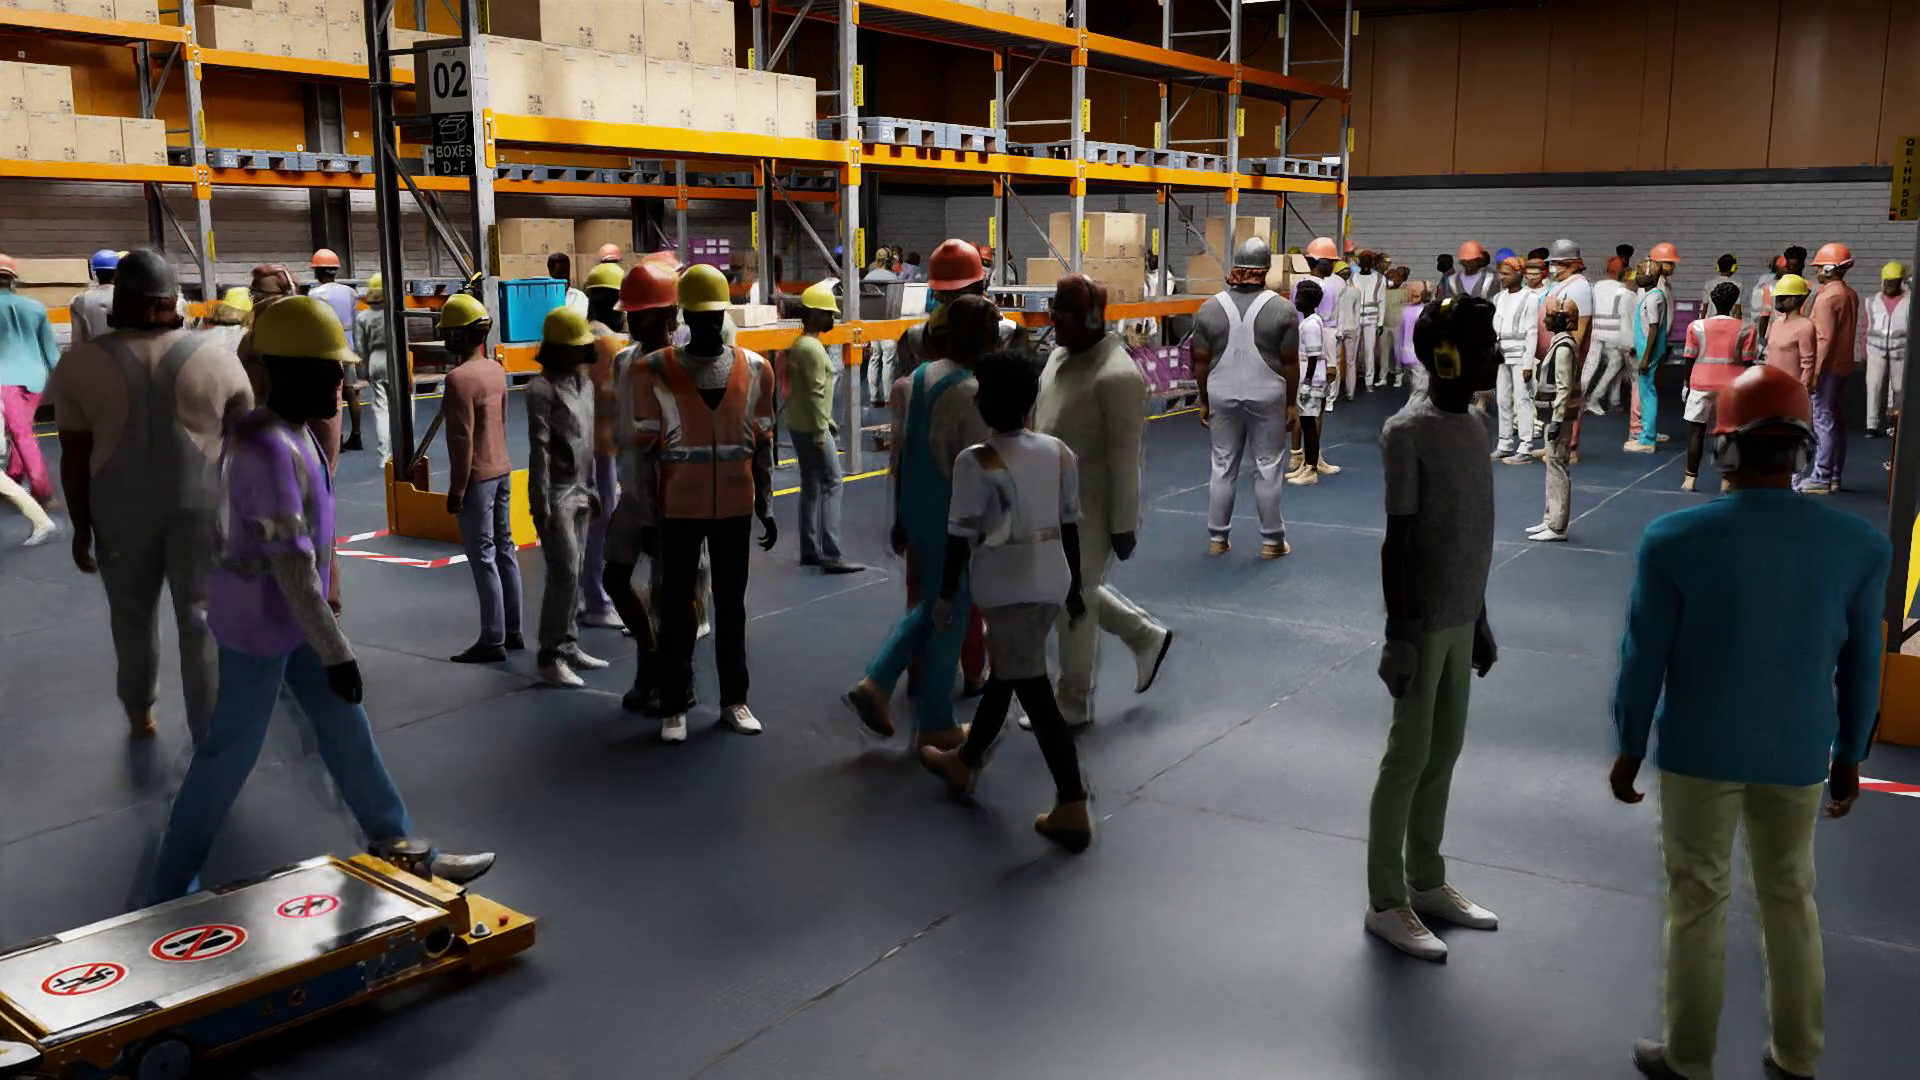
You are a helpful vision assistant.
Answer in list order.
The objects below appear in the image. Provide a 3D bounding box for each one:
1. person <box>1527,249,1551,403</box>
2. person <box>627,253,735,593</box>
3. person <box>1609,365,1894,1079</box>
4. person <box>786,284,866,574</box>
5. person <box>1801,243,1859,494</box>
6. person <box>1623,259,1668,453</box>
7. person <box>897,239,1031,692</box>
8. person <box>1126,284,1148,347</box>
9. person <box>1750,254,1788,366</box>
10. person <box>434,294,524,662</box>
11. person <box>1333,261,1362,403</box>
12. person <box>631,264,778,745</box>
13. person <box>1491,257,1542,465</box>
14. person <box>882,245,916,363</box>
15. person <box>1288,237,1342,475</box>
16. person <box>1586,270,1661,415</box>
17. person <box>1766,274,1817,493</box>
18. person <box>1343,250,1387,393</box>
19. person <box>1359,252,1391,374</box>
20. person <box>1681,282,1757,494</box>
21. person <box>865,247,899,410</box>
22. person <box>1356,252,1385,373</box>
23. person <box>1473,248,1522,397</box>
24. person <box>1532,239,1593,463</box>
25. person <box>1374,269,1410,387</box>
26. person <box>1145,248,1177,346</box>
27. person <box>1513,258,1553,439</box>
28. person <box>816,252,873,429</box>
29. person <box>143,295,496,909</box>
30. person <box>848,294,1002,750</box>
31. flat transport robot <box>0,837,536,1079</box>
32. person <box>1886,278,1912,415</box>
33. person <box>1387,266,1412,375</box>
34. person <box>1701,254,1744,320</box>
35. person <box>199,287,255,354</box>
[{"bbox_3d":[6.797,-2.464,19.620,0.385,1.918,0.596,3,11,17],"label":"person"},{"bbox_3d":[-1.555,-0.633,9.412,0.655,1.952,0.378,-1,10,-5],"label":"person"},{"bbox_3d":[1.818,0.465,3.883,0.579,1.741,0.349,0,10,2],"label":"person"},{"bbox_3d":[-0.847,-0.678,10.191,0.414,1.755,0.538,-4,11,-20],"label":"person"},{"bbox_3d":[6.931,-1.363,13.311,0.613,1.994,0.395,-9,14,-42],"label":"person"},{"bbox_3d":[6.549,-1.746,15.848,0.328,1.844,0.511,5,11,25],"label":"person"},{"bbox_3d":[0.010,-0.322,7.469,0.609,2.029,0.408,2,10,10],"label":"person"},{"bbox_3d":[2.501,-3.153,23.894,0.327,1.752,0.561,-2,10,-13],"label":"person"},{"bbox_3d":[9.100,-2.257,18.589,0.570,1.889,0.895,3,11,16],"label":"person"},{"bbox_3d":[-2.341,-0.293,8.019,0.327,1.767,0.533,2,10,9],"label":"person"},{"bbox_3d":[4.751,-2.589,20.762,0.523,1.761,0.323,-4,11,-21],"label":"person"},{"bbox_3d":[-1.016,-0.142,6.734,0.590,1.926,0.388,-4,11,-22],"label":"person"},{"bbox_3d":[5.011,-1.617,15.062,0.361,1.876,0.574,-3,11,-18],"label":"person"},{"bbox_3d":[-1.045,-3.875,27.387,0.628,1.940,0.373,1,10,5],"label":"person"},{"bbox_3d":[3.089,-1.580,14.382,0.381,2.040,0.615,-4,11,-19],"label":"person"},{"bbox_3d":[7.689,-2.272,19.211,0.892,1.685,0.515,-2,10,-12],"label":"person"},{"bbox_3d":[6.199,-1.103,12.501,0.328,1.769,0.526,-1,10,-4],"label":"person"},{"bbox_3d":[5.344,-2.888,22.069,0.575,1.885,0.355,2,10,13],"label":"person"},{"bbox_3d":[6.350,-3.444,25.298,0.507,1.836,0.366,-9,14,-41],"label":"person"},{"bbox_3d":[6.068,-1.213,13.329,0.537,1.694,0.320,4,11,22],"label":"person"},{"bbox_3d":[-0.906,-2.534,19.956,0.373,1.940,0.628,-10,14,-43],"label":"person"},{"bbox_3d":[6.284,-3.476,25.446,0.351,1.842,0.507,-8,13,-38],"label":"person"},{"bbox_3d":[7.003,-2.774,21.302,0.682,1.921,0.619,1,10,5],"label":"person"},{"bbox_3d":[5.457,-1.722,15.170,0.535,2.000,0.687,1,10,5],"label":"person"},{"bbox_3d":[5.970,-2.930,23.020,0.501,1.627,0.272,9,14,42],"label":"person"},{"bbox_3d":[3.479,-4.089,28.661,0.700,1.910,0.670,-2,10,-11],"label":"person"},{"bbox_3d":[5.857,-1.955,17.025,0.563,1.838,0.391,8,13,39],"label":"person"},{"bbox_3d":[-1.214,-2.142,17.918,0.612,1.875,0.982,10,14,44],"label":"person"},{"bbox_3d":[-1.941,0.234,4.824,1.004,1.862,0.616,-2,10,-10],"label":"person"},{"bbox_3d":[-0.087,-0.038,6.460,0.541,1.813,0.565,-7,12,-34],"label":"person"},{"bbox_3d":[-1.908,1.114,4.357,0.652,0.197,1.431,9,14,40],"label":"flat transport robot"},{"bbox_3d":[10.966,-2.357,19.125,0.585,1.882,0.337,-4,11,-23],"label":"person"},{"bbox_3d":[6.595,-3.306,25.095,0.319,1.632,0.525,-6,12,-28],"label":"person"},{"bbox_3d":[9.223,-2.530,20.170,0.327,1.861,0.507,-9,14,-42],"label":"person"},{"bbox_3d":[-4.916,-0.851,11.268,0.499,1.702,0.514,0,10,-2],"label":"person"}]
